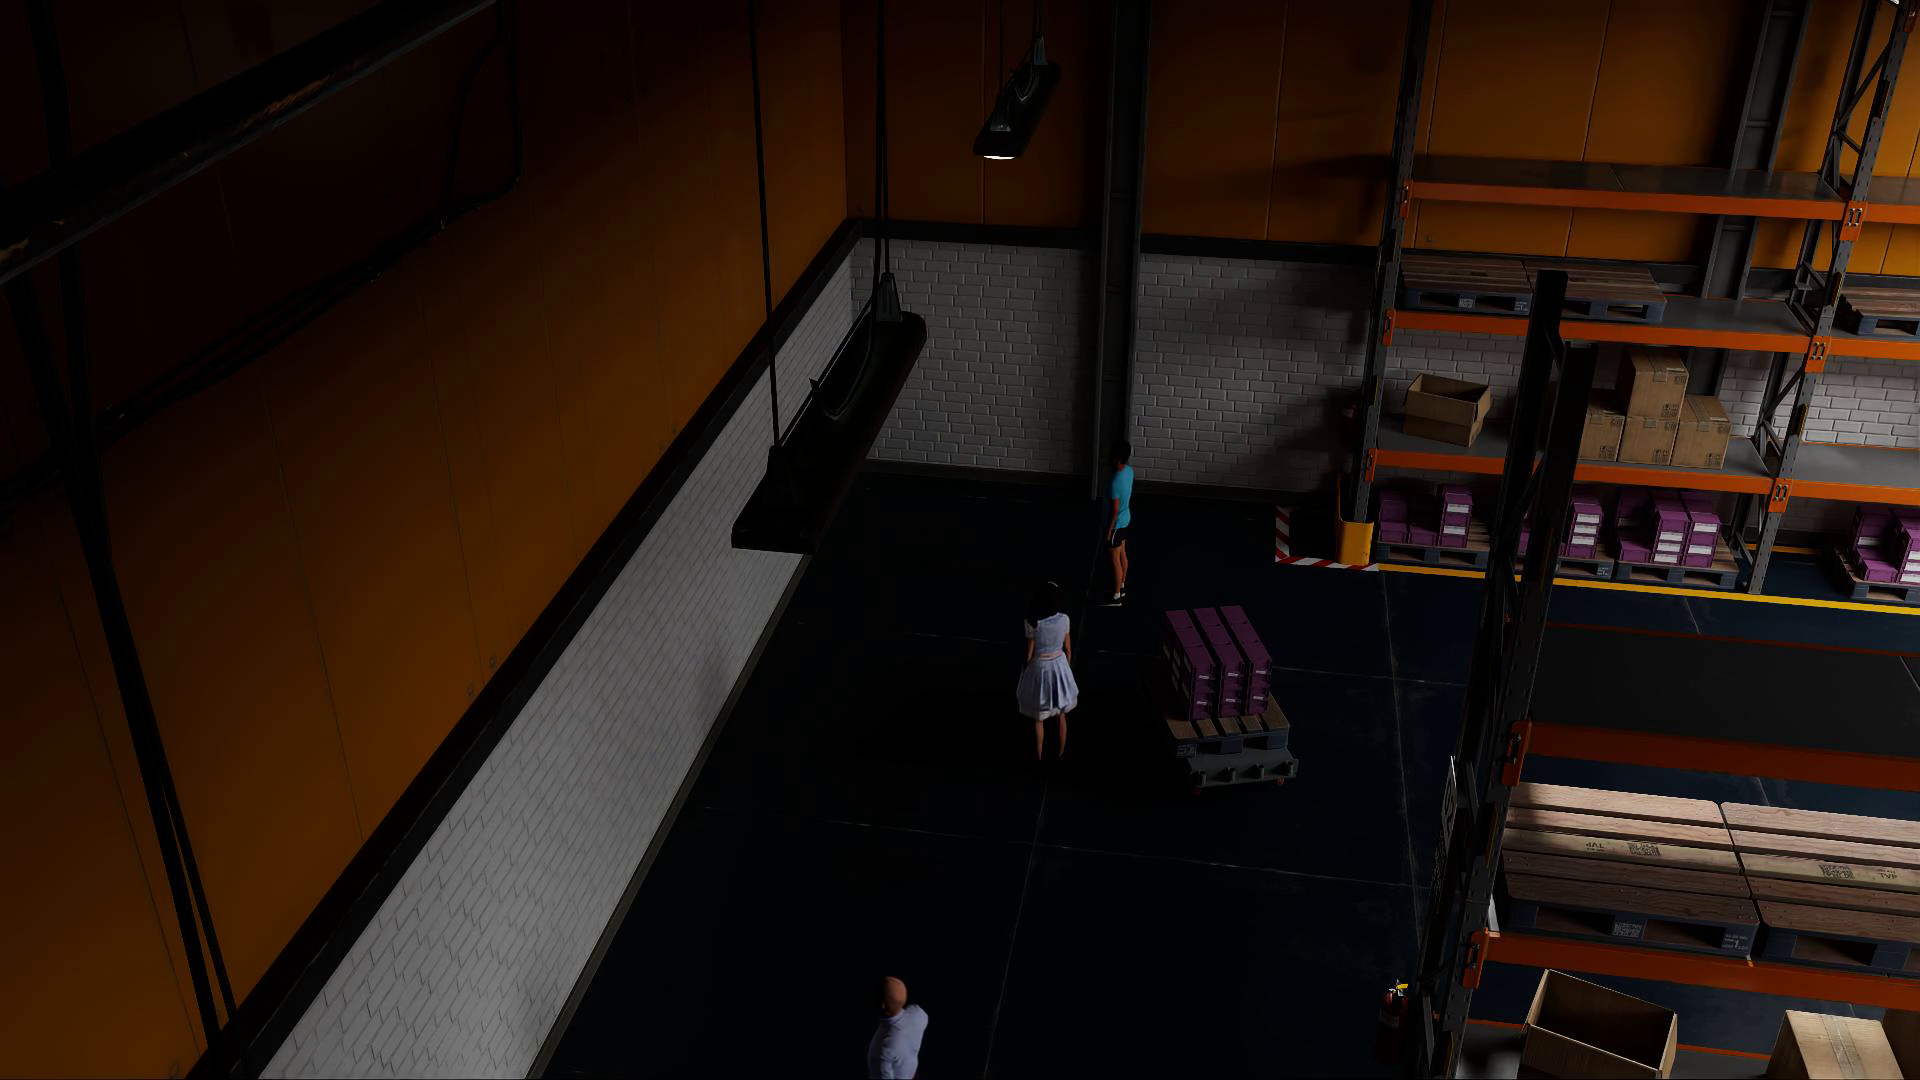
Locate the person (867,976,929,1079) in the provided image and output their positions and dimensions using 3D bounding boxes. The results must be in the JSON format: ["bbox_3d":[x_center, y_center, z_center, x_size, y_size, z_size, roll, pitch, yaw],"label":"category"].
[{"bbox_3d":[-0.390,3.340,10.014,0.659,1.790,0.709,13,31,23],"label":"person"}]

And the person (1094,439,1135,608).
[{"bbox_3d":[1.558,-0.178,16.478,0.571,1.776,0.653,10,30,17],"label":"person"}]

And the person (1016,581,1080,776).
[{"bbox_3d":[0.726,1.164,13.977,0.777,1.815,0.864,-5,29,-9],"label":"person"}]
